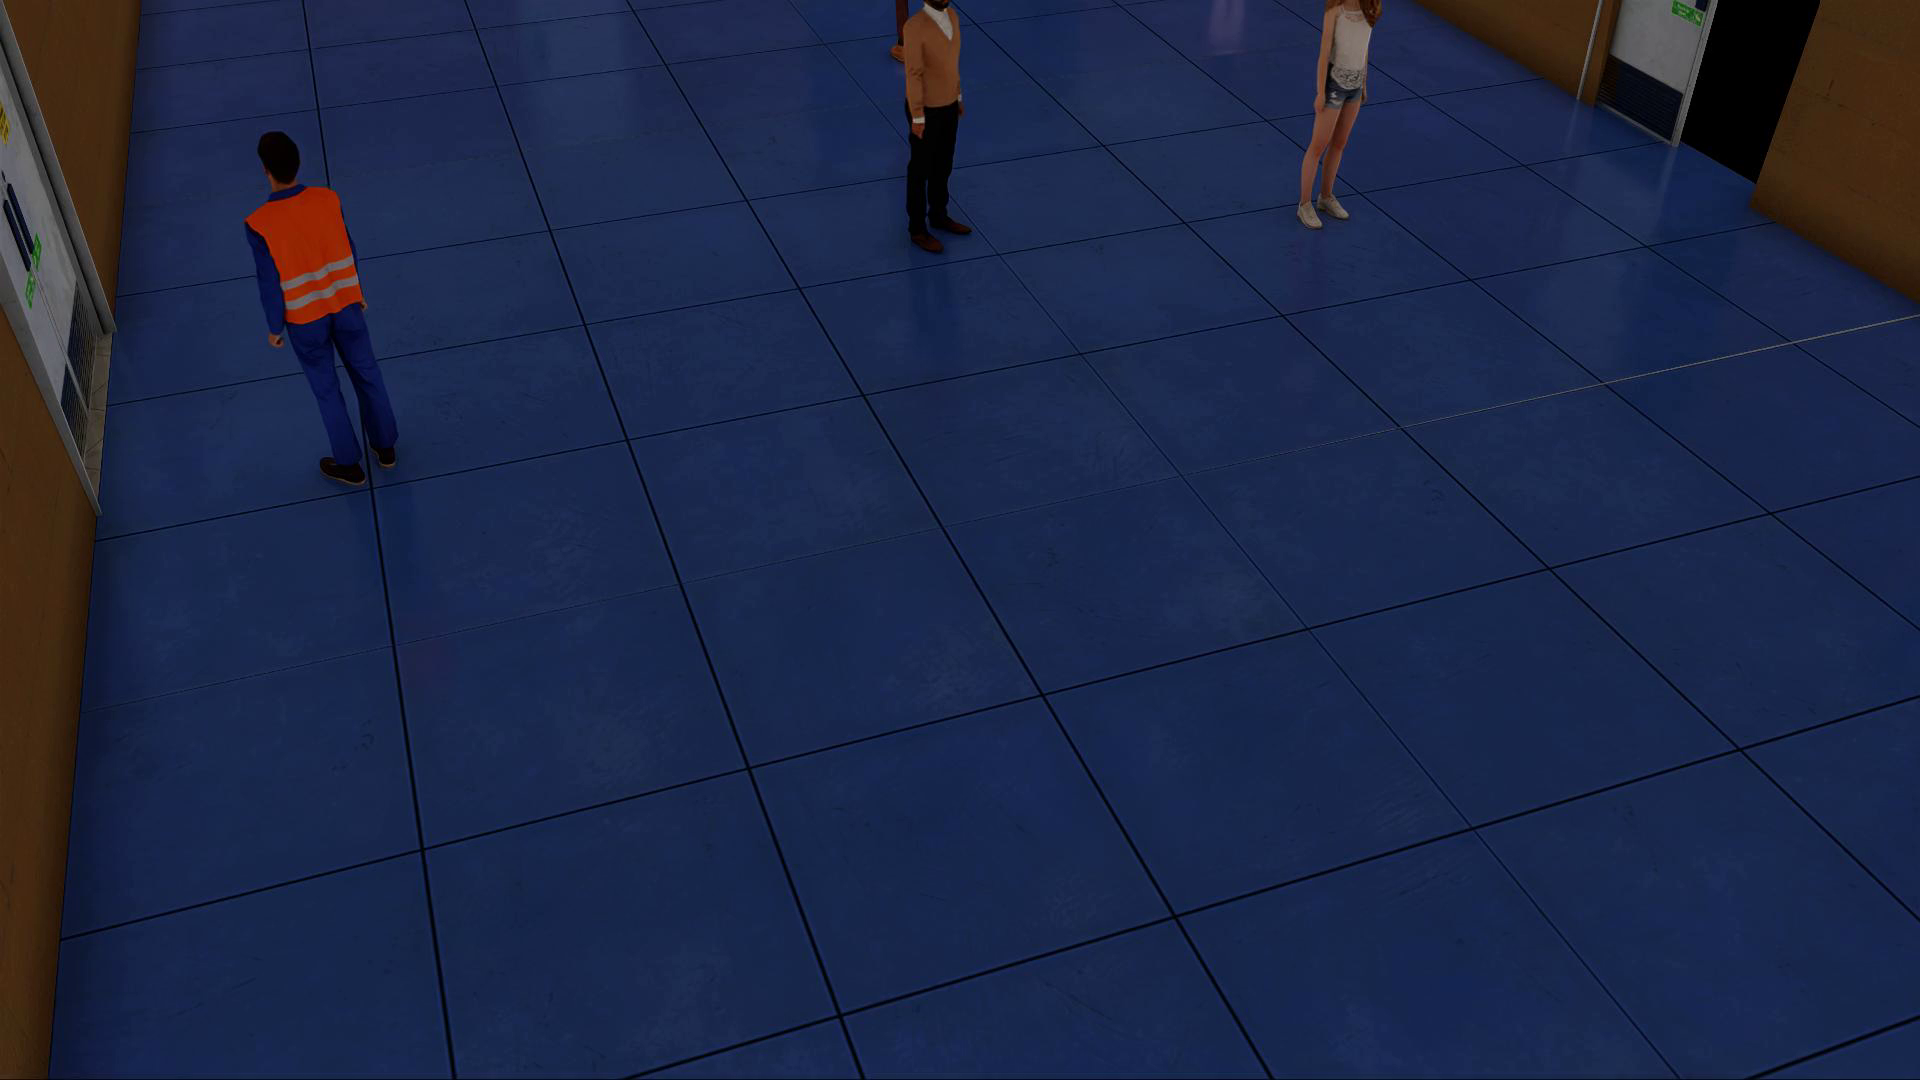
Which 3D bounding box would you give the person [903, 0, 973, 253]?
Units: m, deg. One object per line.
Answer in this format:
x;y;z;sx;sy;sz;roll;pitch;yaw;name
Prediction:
-0.168;-2.705;10.407;0.817;1.754;0.726;22;42;27;person

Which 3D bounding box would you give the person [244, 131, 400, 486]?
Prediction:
-3.154;-1.123;8.208;0.839;1.863;0.714;29;46;33;person

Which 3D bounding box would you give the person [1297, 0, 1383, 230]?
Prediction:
2.414;-2.880;10.636;0.525;1.759;0.684;-21;42;-26;person
